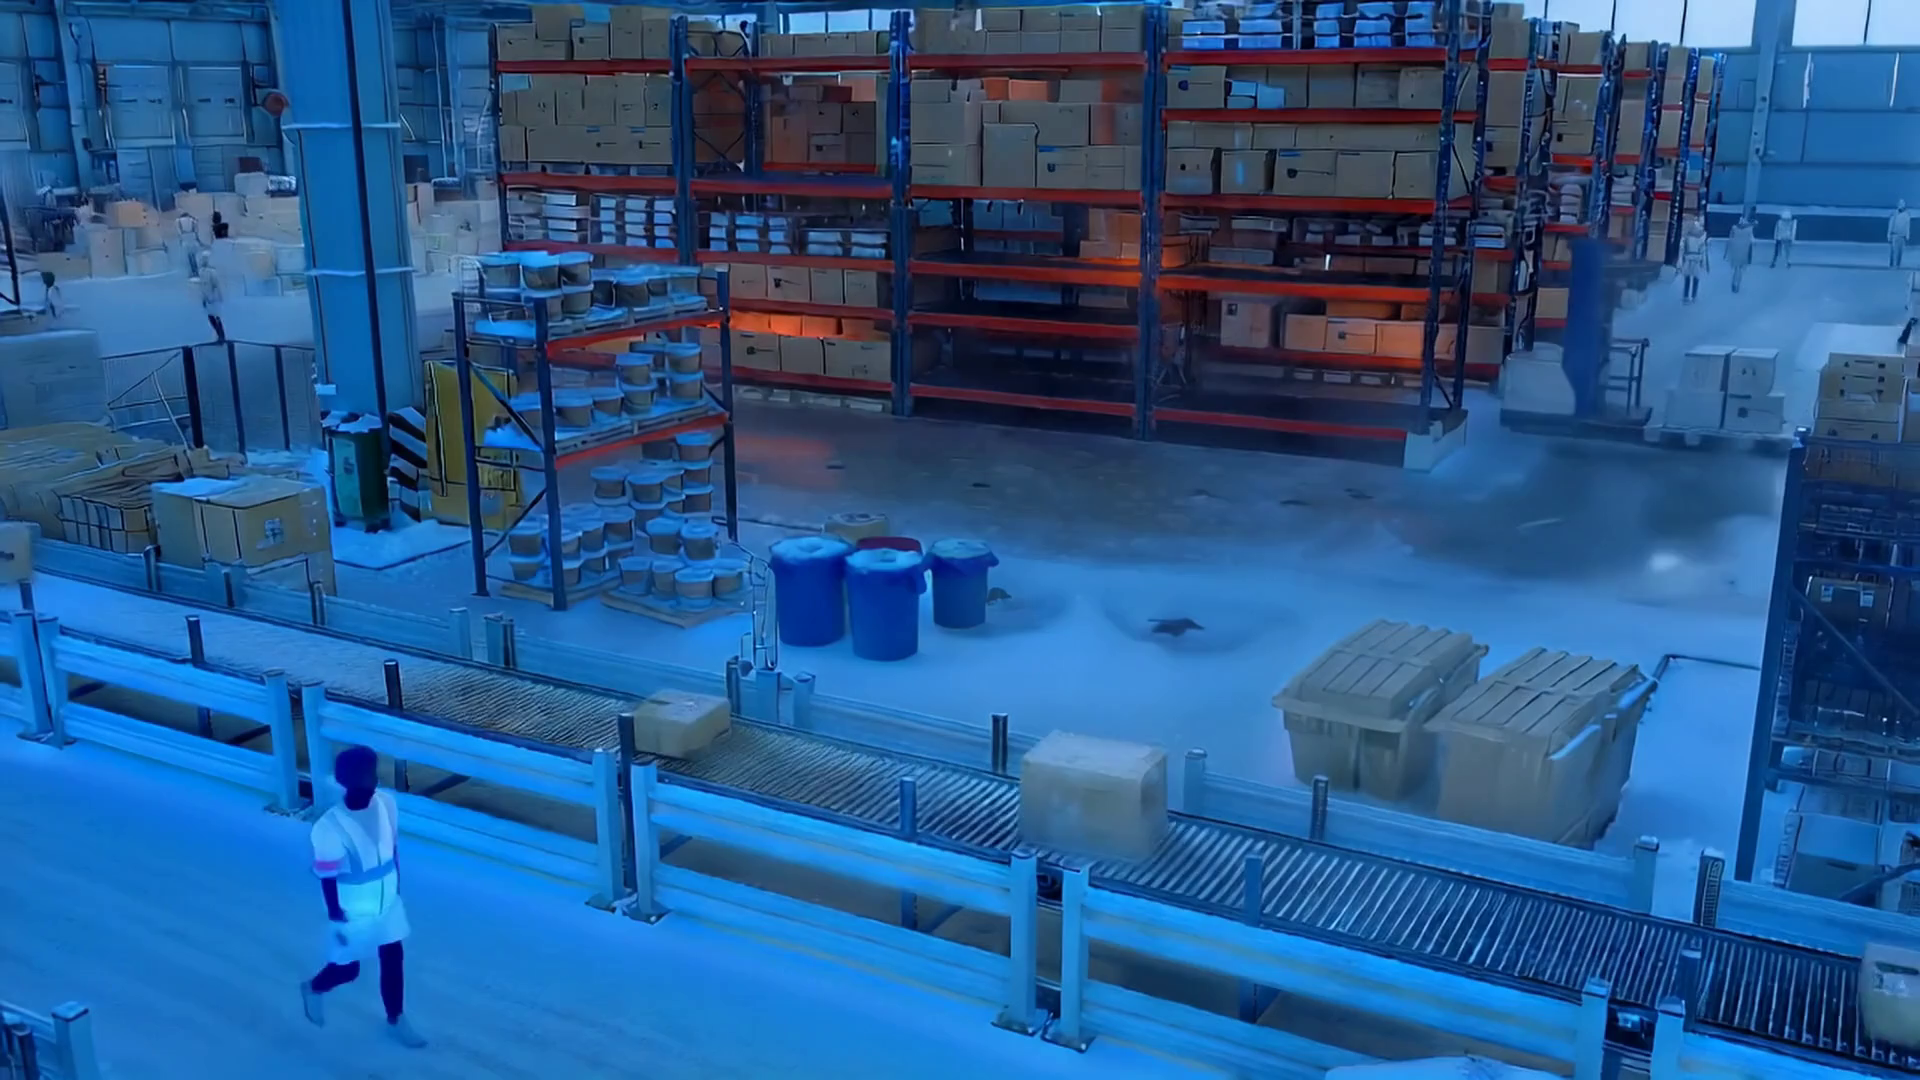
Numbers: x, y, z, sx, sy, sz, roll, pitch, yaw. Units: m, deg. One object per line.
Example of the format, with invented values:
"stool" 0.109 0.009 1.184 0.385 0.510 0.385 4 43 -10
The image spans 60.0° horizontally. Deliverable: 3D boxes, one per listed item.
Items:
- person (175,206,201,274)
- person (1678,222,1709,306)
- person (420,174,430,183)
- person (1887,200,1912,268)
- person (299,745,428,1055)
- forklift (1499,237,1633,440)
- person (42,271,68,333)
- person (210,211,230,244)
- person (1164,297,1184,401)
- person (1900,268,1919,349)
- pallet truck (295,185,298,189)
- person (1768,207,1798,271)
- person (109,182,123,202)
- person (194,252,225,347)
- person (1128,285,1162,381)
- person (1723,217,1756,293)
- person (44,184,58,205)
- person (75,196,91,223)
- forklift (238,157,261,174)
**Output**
"person" -21.532 -8.356 46.422 0.597 1.895 0.809 -5 16 -19
"person" 17.469 -6.576 39.580 0.679 1.970 1.090 7 16 24
"person" -21.170 -13.570 66.025 0.360 1.882 0.575 8 17 27
"person" 27.193 -8.861 48.163 0.641 1.955 0.871 7 17 26
"person" -3.107 1.825 8.528 0.665 1.678 0.535 9 17 29
"forklift" 9.066 -3.001 24.383 1.873 2.768 1.129 8 17 28
"person" -17.012 -4.249 31.392 0.800 1.663 0.535 -3 15 -10
"person" -19.499 -7.715 43.947 0.392 1.919 0.592 6 16 22
"person" 3.474 -3.113 27.069 0.319 1.698 0.532 -3 15 -10
"person" 18.739 -4.662 32.483 0.521 1.908 0.685 -2 15 -8
"pallet truck" -26.804 -14.617 69.738 1.885 1.965 0.823 -14 20 -42
"person" 23.391 -8.525 47.217 0.922 1.793 0.639 -14 21 -43
"person" -30.243 -11.836 59.490 0.954 1.903 0.633 -2 15 -9
"person" -14.852 -4.774 32.971 0.379 1.886 0.693 -4 15 -15
"person" 3.130 -3.586 28.513 0.553 1.873 0.658 4 16 16
"person" 19.713 -7.214 42.139 0.647 1.883 0.659 1 15 5
"person" -34.456 -12.655 63.074 0.528 1.626 0.384 6 16 22
"person" -26.721 -9.578 50.971 0.630 1.916 0.879 9 17 29
"forklift" -24.311 -11.728 57.189 1.873 2.768 1.129 1 15 3
